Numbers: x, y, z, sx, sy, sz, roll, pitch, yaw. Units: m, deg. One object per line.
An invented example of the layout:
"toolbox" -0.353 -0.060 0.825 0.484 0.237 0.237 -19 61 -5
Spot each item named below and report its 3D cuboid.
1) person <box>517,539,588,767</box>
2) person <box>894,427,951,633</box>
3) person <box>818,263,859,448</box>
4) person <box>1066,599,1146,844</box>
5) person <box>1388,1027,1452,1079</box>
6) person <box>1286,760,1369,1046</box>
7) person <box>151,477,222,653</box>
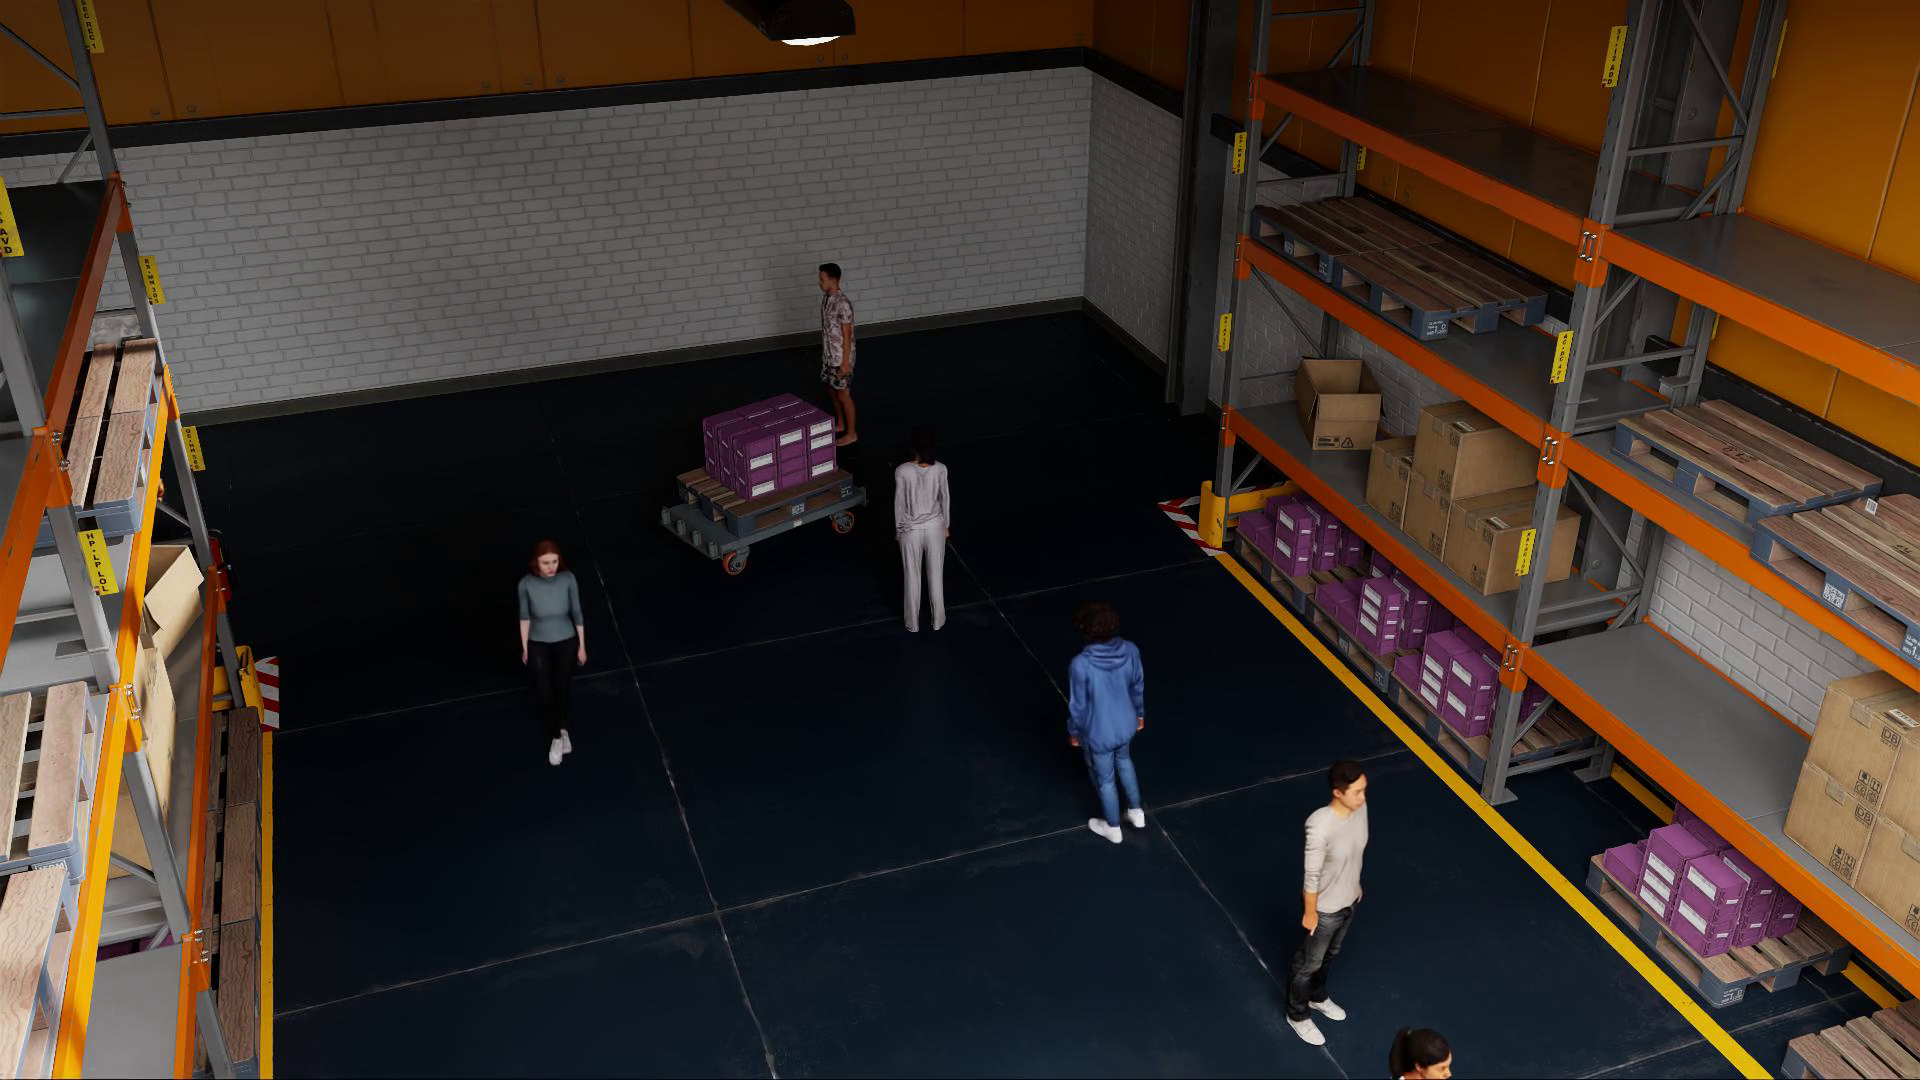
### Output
"person" -2.846 0.722 11.625 0.607 1.727 0.634 -8 30 -15
"person" -0.295 -0.079 13.044 0.635 1.774 0.587 -3 29 -6
"person" -1.172 -1.828 16.215 0.766 1.809 0.556 -15 32 -25
"person" 0.982 1.194 10.697 0.753 1.787 0.715 -9 30 -17
"person" 1.978 2.884 7.761 0.734 1.631 0.832 -23 36 -36
"person" 2.039 1.973 9.244 0.706 1.811 0.727 25 37 38
"person" -6.050 0.228 12.523 0.751 1.734 0.684 -7 29 -13
